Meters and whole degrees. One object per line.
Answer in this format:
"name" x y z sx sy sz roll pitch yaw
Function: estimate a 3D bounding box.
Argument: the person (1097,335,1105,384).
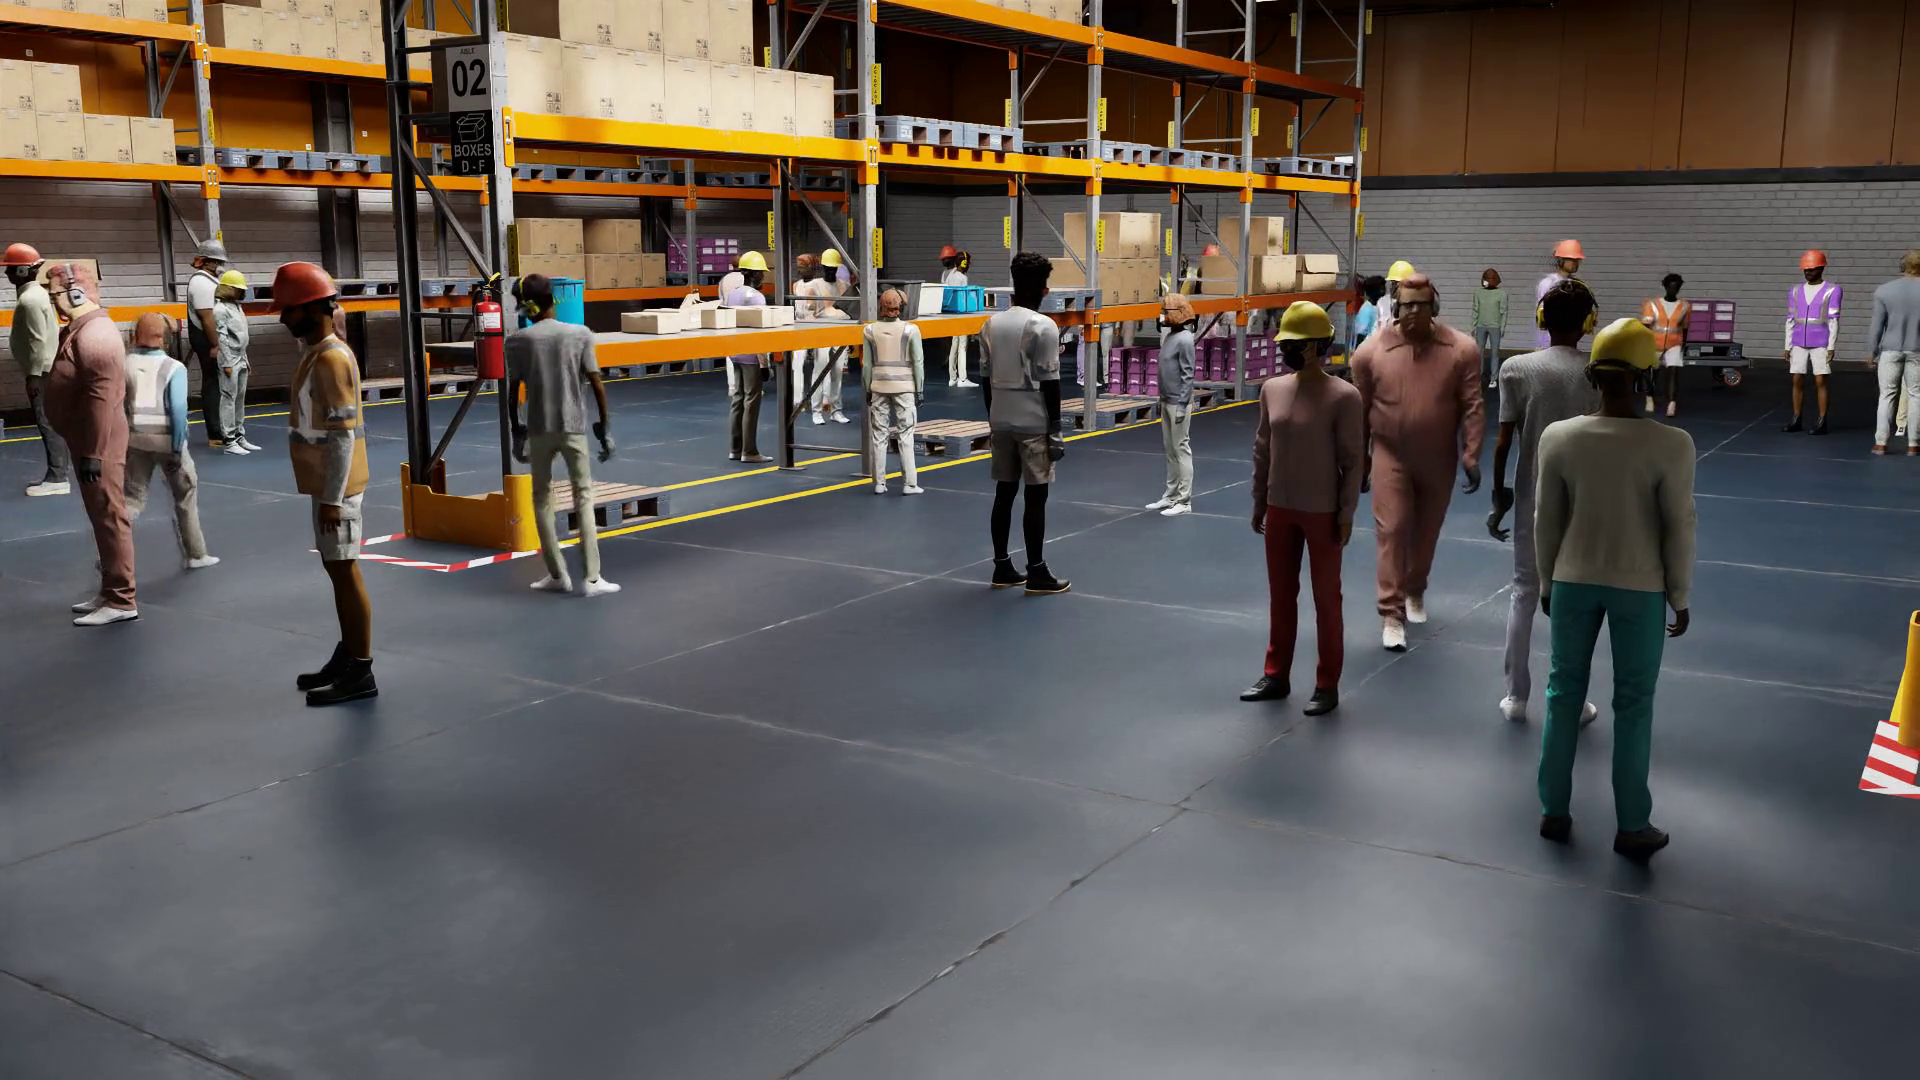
"person" 1.996 -3.156 23.412 0.628 1.936 0.375 8 13 39

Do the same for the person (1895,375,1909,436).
"person" 9.891 -1.862 17.102 0.493 1.624 0.281 4 11 22

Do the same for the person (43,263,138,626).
"person" -4.608 -0.503 8.811 0.408 1.903 0.638 -5 11 -27

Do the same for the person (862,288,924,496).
"person" -0.528 -1.165 13.192 0.514 1.642 0.310 3 11 17

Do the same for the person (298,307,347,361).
"person" -5.988 -1.682 15.779 0.524 1.749 0.631 3 11 17

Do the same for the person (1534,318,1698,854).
"person" 2.160 0.156 5.522 0.524 1.772 0.301 8 13 39

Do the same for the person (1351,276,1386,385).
"person" 4.346 -1.942 17.465 0.899 1.643 0.538 5 11 25

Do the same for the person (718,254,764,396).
"person" -2.837 -2.782 21.599 0.624 1.844 0.430 8 13 37

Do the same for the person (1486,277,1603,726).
"person" 2.483 -0.153 6.956 0.535 1.868 0.309 4 11 22

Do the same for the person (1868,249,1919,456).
"person" 8.890 -1.755 15.639 0.635 1.936 0.356 5 11 26

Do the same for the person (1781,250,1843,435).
"person" 8.871 -2.056 17.363 0.399 1.925 0.543 -8 13 -37

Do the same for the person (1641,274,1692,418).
"person" 8.133 -2.250 19.208 0.532 1.645 0.924 4 11 19

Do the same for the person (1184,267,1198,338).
"person" 3.700 -3.831 27.570 0.661 1.784 0.866 9 13 40

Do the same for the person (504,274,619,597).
"person" -2.272 -0.584 9.473 0.595 1.836 0.412 -2 10 -10

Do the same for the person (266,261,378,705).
"person" -2.790 -0.245 7.294 0.371 1.931 0.543 -5 11 -25

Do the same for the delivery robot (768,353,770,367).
"delivery robot" -2.985 -2.682 24.347 0.477 0.478 0.707 -2 10 -11

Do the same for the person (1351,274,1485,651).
"person" 2.319 -0.422 8.495 0.643 1.859 1.004 1 10 7

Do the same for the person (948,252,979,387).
"person" 0.025 -3.042 22.992 0.329 1.861 0.507 -6 12 -30

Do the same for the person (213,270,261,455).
"person" -6.875 -1.683 15.805 0.309 1.735 0.484 0 10 -2

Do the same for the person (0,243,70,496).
"person" -7.356 -1.350 13.238 0.395 1.994 0.613 -4 11 -22

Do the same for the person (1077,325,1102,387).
"person" 1.801 -3.085 23.081 0.410 1.913 0.651 0 10 -2

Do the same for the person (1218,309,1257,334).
"person" 4.206 -3.438 25.249 0.597 1.829 0.944 2 10 9

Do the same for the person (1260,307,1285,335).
"person" 5.502 -4.130 28.866 0.553 1.918 0.804 -6 12 -32

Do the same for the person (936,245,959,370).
"person" -0.159 -3.608 25.912 0.373 1.934 0.551 -7 12 -32

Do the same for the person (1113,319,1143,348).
"person" 2.289 -3.152 23.263 0.628 1.986 0.675 3 11 14

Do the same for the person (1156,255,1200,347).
"person" 3.013 -3.038 23.061 0.622 1.835 0.430 0 10 2

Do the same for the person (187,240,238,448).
"person" -7.263 -1.927 16.307 0.536 2.000 0.672 -5 11 -24

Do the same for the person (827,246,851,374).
"person" -1.866 -3.465 25.128 0.370 1.934 0.627 -5 12 -28

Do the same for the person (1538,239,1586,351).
"person" 6.073 -2.021 16.852 0.635 2.025 0.458 -6 12 -32

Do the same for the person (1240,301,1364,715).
"person" 1.466 -0.133 7.131 0.330 1.767 0.528 -9 14 -42

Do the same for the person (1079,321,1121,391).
"person" 1.881 -2.919 22.381 0.590 1.833 0.404 1 10 4

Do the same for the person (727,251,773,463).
"person" -1.904 -1.665 15.194 0.394 1.919 0.589 -7 12 -35

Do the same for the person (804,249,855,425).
"person" -1.423 -2.234 18.328 0.591 1.923 0.381 -7 12 -33

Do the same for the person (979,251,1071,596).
"person" 0.374 -0.661 9.521 0.371 1.959 0.602 -9 14 -41

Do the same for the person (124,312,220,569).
"person" -4.851 -0.561 9.956 0.514 1.605 0.830 3 11 16

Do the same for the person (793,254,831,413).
"person" -1.773 -2.373 19.293 0.606 1.855 0.762 8 13 37

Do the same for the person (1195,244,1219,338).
"person" 3.923 -3.577 25.715 0.727 1.972 0.660 -3 11 -17

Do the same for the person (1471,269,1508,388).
"person" 7.268 -2.907 22.868 0.501 1.632 0.288 9 14 41

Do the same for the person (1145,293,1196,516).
"person" 1.579 -0.999 12.296 0.285 1.633 0.497 -2 10 -13

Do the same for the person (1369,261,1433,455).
"person" 4.098 -1.681 15.531 0.599 1.827 0.403 10 14 42
